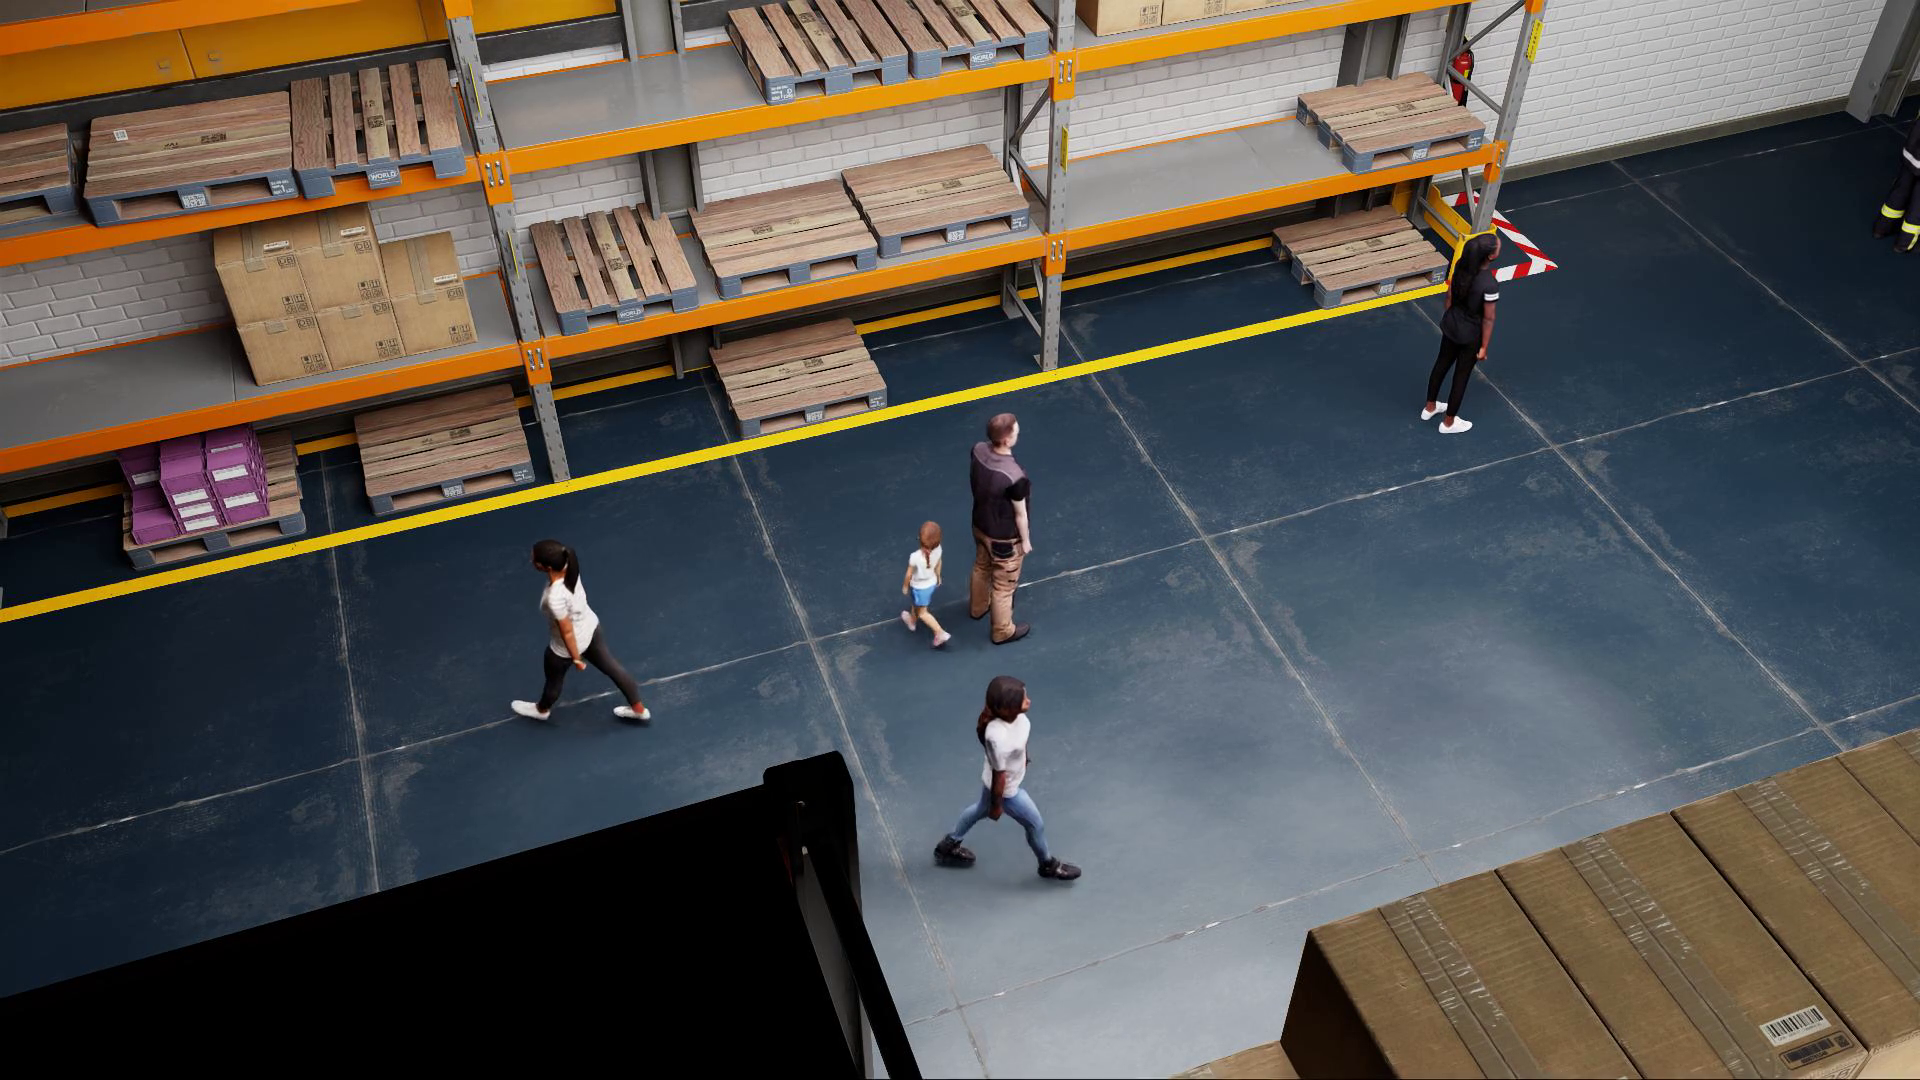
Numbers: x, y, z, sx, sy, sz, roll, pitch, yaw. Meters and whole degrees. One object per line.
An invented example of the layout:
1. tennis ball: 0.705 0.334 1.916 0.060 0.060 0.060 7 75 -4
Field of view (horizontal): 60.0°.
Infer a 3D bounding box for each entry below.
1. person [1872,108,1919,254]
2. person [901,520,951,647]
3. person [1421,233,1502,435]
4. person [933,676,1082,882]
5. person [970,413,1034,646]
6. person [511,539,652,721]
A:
1. person: 8.420 -3.419 14.309 0.633 1.979 0.766 -12 45 -13
2. person: -0.225 0.308 11.109 0.668 0.996 0.677 30 51 28
3. person: 3.807 -1.575 12.554 0.596 1.729 0.647 -20 47 -20
4. person: 0.178 1.371 9.501 1.198 1.675 0.926 5 44 5
5. person: 0.238 -0.090 10.915 0.681 1.838 0.739 -26 49 -25
6. person: -2.304 0.618 10.353 1.188 1.589 0.932 6 44 6
